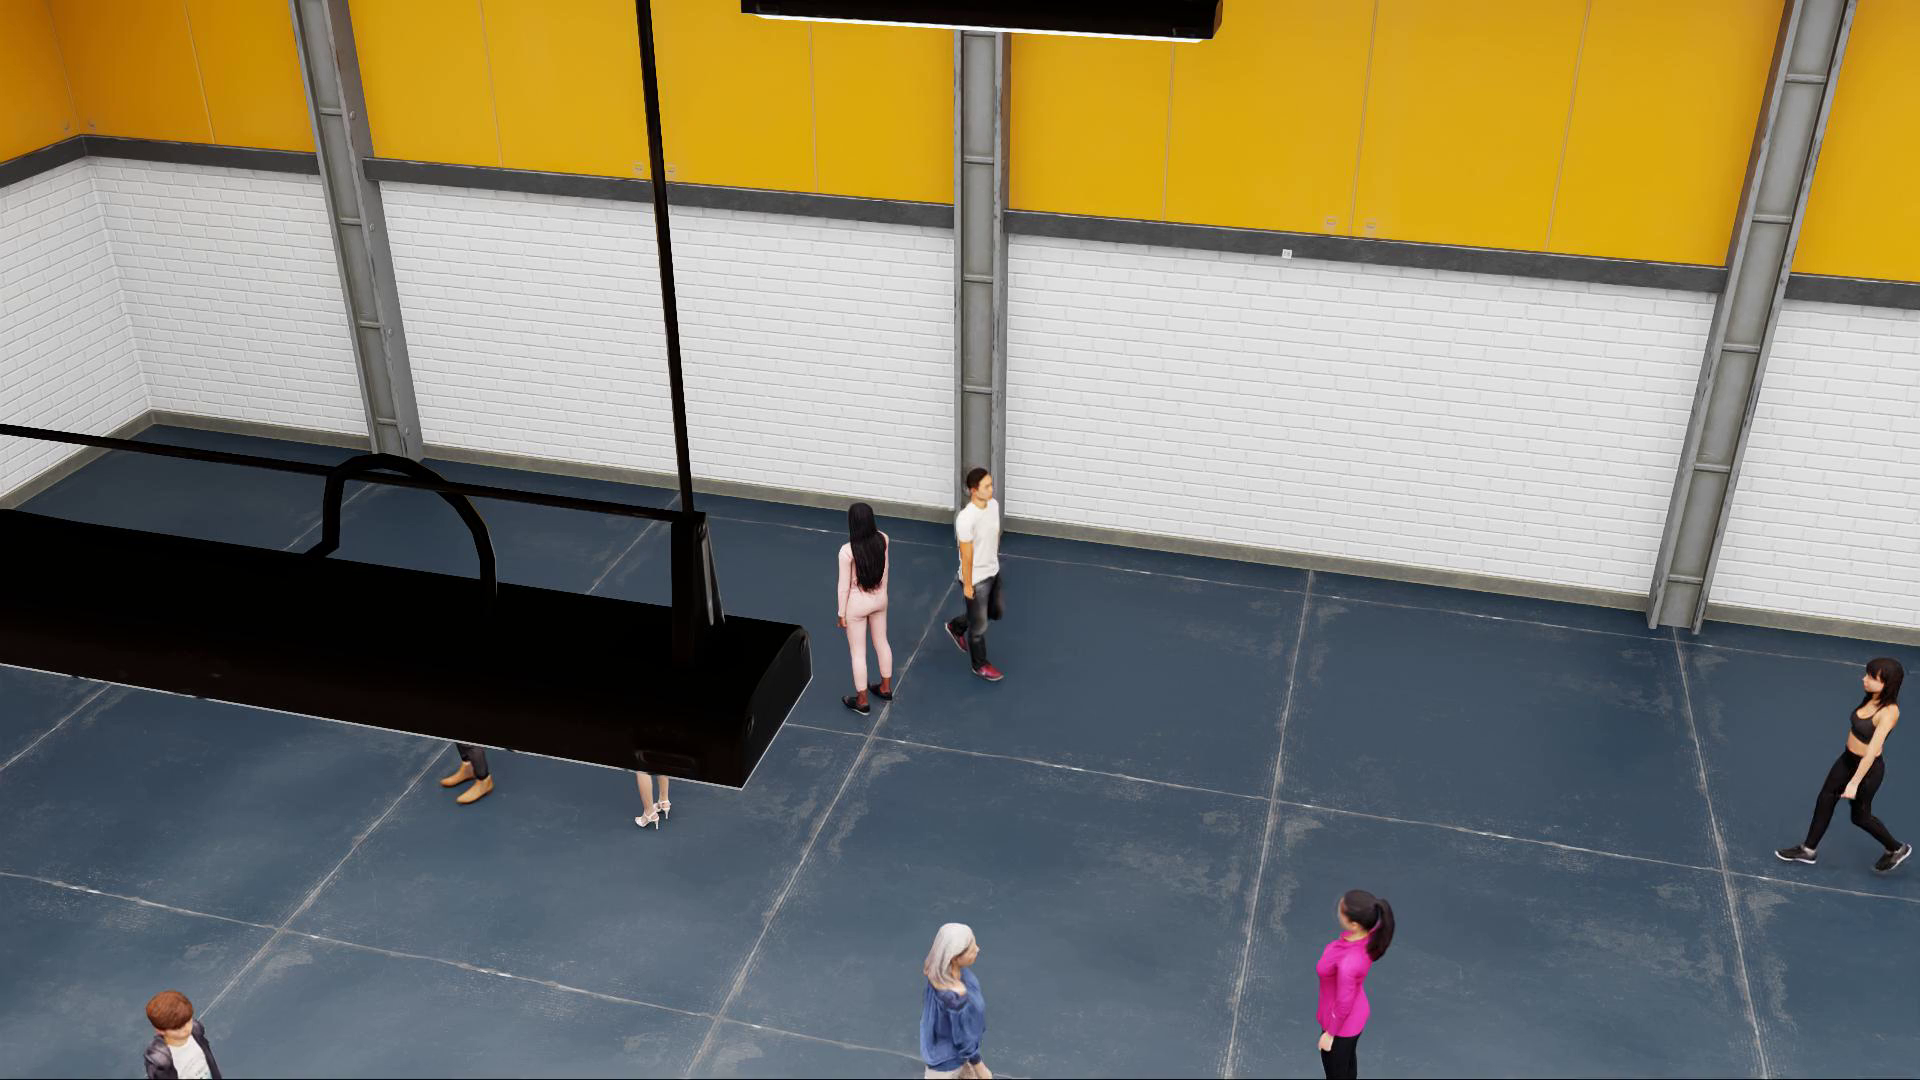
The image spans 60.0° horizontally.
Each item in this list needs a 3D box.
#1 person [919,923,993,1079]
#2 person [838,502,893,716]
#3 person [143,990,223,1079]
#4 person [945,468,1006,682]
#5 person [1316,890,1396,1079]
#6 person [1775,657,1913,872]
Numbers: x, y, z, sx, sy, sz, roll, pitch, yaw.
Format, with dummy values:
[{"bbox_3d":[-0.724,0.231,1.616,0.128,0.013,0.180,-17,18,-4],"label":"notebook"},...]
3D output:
[{"bbox_3d":[-0.158,2.680,8.578,1.275,1.655,0.932,-4,29,-7],"label":"person"},{"bbox_3d":[-0.703,0.499,12.500,0.684,1.718,0.691,-24,37,-37],"label":"person"},{"bbox_3d":[-3.960,2.869,8.479,0.993,1.408,0.608,10,30,18],"label":"person"},{"bbox_3d":[0.084,0.243,12.903,0.941,1.791,0.803,18,33,30],"label":"person"},{"bbox_3d":[2.041,2.531,8.802,0.608,1.701,0.611,12,31,21],"label":"person"},{"bbox_3d":[5.913,1.504,10.761,1.056,1.619,0.674,2,29,4],"label":"person"}]
